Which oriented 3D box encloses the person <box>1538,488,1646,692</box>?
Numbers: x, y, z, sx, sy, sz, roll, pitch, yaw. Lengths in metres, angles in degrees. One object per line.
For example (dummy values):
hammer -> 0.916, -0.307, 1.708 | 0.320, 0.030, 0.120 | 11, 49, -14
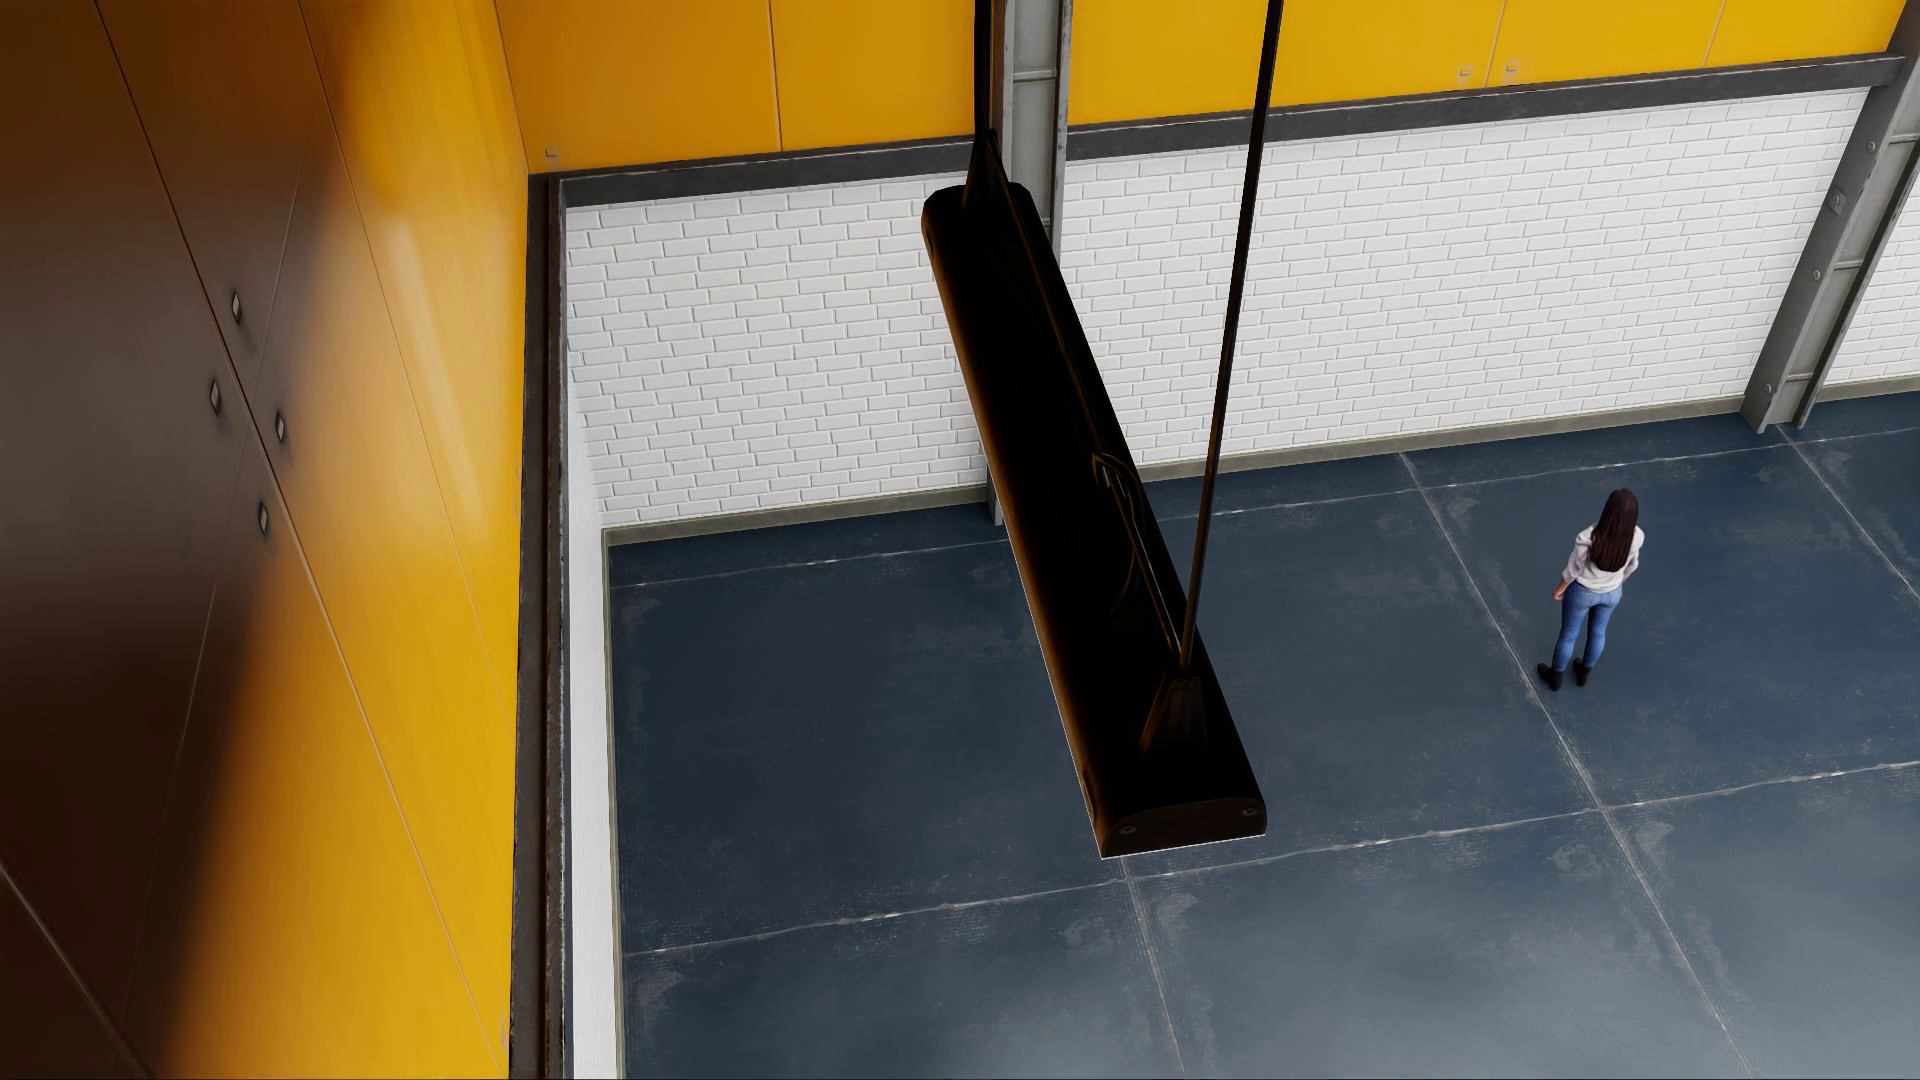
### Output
person -> 3.989, 0.324, 10.454 | 0.457, 1.633, 0.672 | -4, 44, -4
